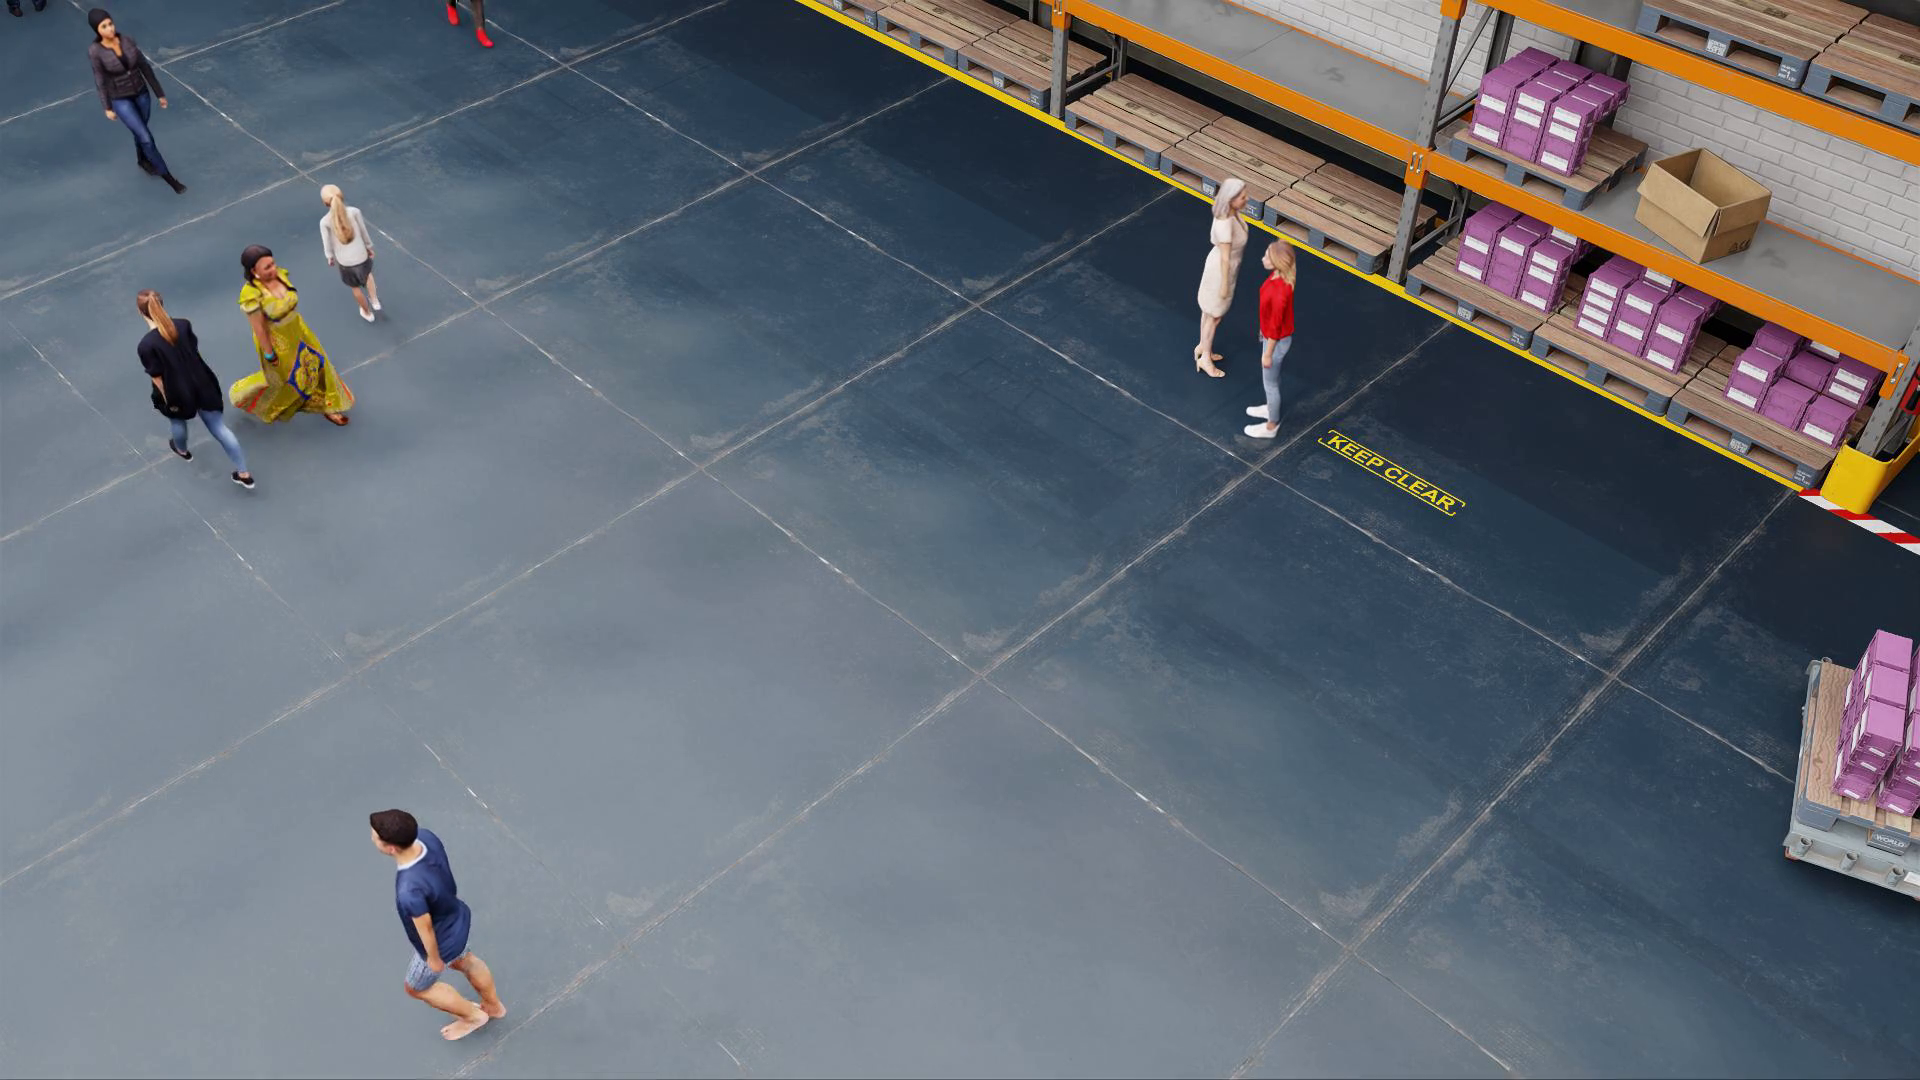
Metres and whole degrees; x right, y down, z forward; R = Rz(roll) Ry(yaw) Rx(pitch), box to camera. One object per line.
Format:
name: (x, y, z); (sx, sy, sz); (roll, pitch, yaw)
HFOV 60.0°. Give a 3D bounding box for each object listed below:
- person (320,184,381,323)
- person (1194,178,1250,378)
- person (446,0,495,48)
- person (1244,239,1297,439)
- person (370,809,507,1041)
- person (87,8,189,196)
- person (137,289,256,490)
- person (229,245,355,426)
person: (-4.975, -2.331, 13.644); (0.573, 1.269, 0.622); (-26, 49, -25)
person: (2.034, -2.064, 13.025); (0.736, 1.735, 0.694); (4, 44, 4)
person: (-5.213, -6.017, 17.138); (0.761, 1.787, 1.033); (-26, 50, -25)
person: (2.363, -1.510, 12.471); (0.734, 1.699, 0.703); (6, 44, 6)
person: (-2.634, 2.023, 8.667); (0.827, 1.830, 0.763); (-1, 44, -1)
person: (-7.556, -3.998, 15.086); (1.200, 1.694, 0.731); (29, 51, 27)
person: (-5.515, -1.042, 12.031); (1.121, 1.628, 0.668); (28, 50, 26)
person: (-5.171, -1.508, 12.513); (1.187, 1.636, 1.050); (9, 44, 10)
